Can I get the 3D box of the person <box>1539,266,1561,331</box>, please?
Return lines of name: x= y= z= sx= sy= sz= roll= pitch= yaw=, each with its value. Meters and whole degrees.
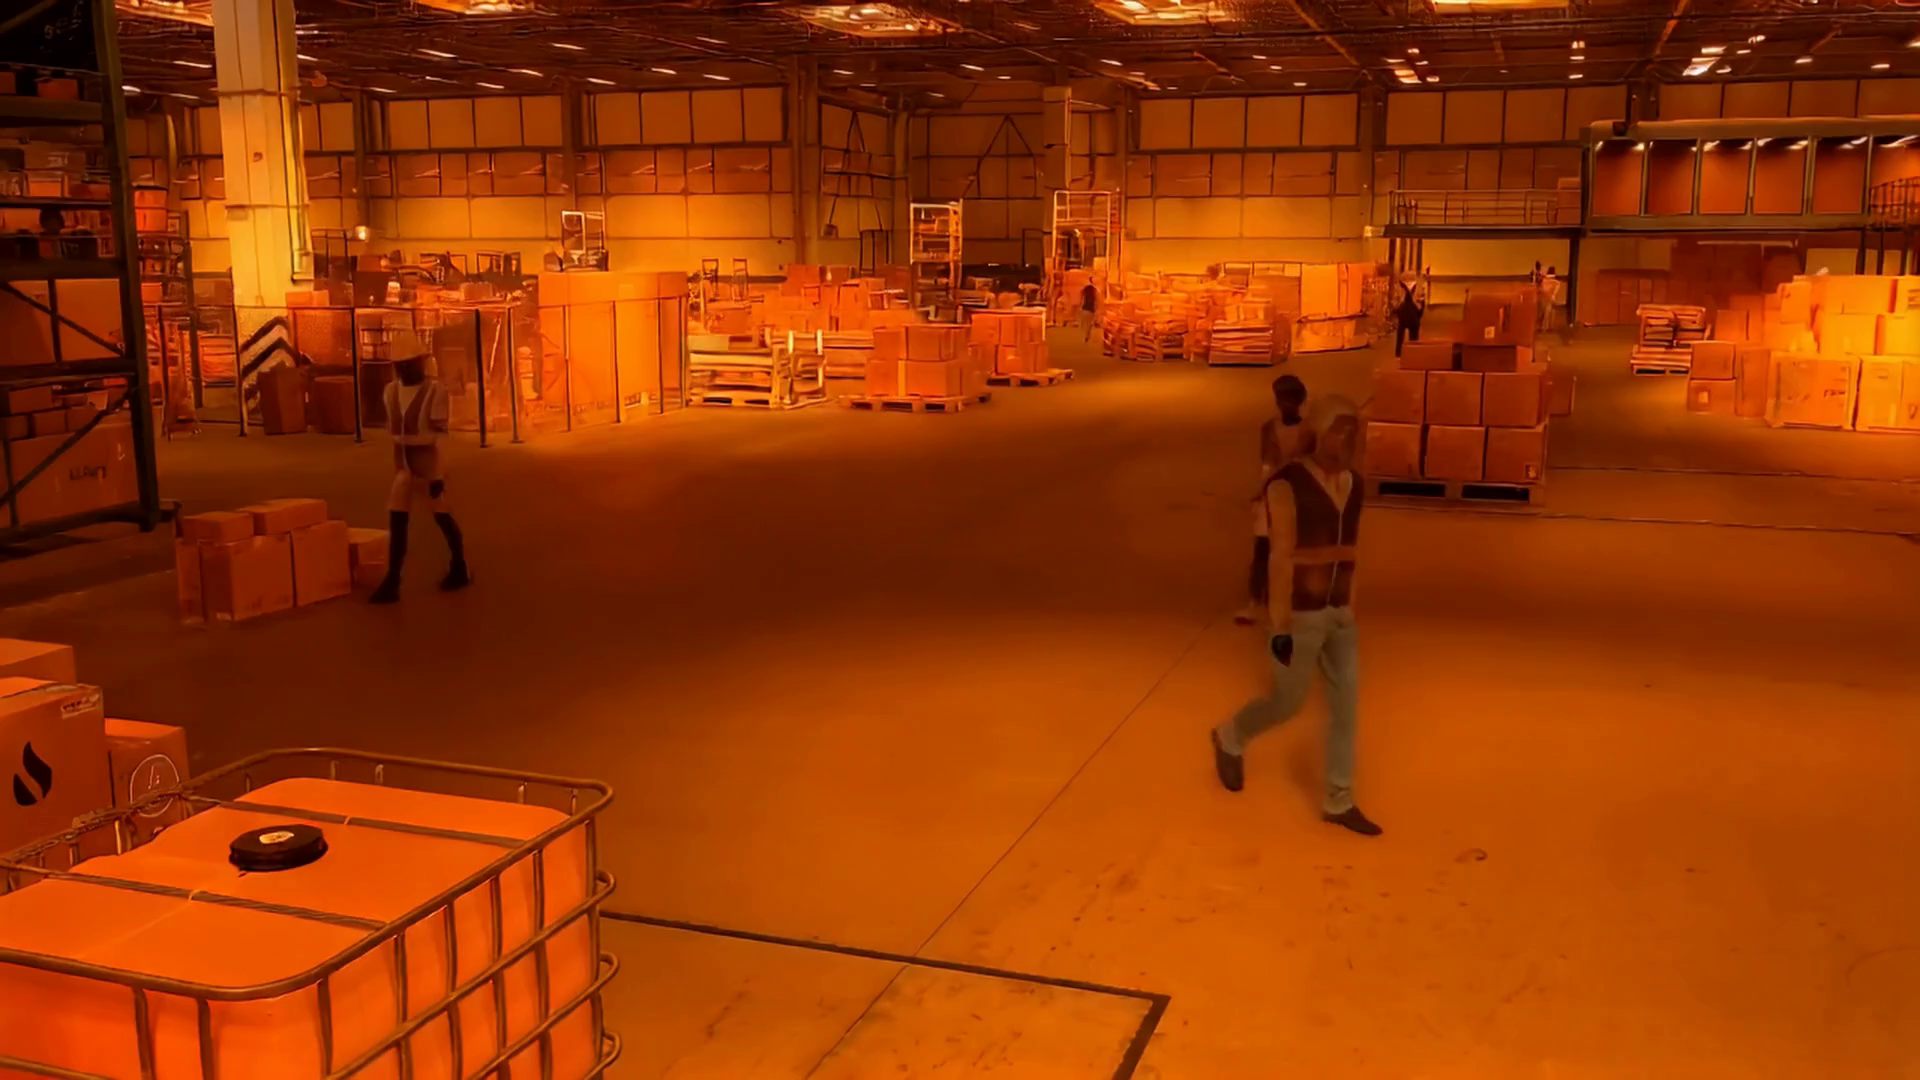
person: x=16.428 y=-6.658 z=46.292 sx=0.578 sy=1.907 sz=0.800 roll=1 pitch=10 yaw=5

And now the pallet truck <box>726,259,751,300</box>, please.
pallet truck: x=-7.986 y=-9.493 z=62.019 sx=0.823 sy=1.965 sz=1.885 roll=3 pitch=11 yaw=17

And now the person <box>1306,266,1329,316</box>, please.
person: x=12.454 y=-8.659 z=57.785 sx=0.989 sy=1.827 sz=0.583 roll=-2 pitch=10 yaw=-12

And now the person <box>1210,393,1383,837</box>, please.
person: x=1.481 y=0.293 z=7.216 sx=0.598 sy=1.894 sz=0.805 roll=-7 pitch=12 yaw=-36

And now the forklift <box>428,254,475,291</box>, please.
forklift: x=-20.133 y=-10.254 z=65.465 sx=1.157 sy=1.987 sz=2.680 roll=3 pitch=11 yaw=19

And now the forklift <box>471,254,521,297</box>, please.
forklift: x=-17.990 y=-10.121 z=64.684 sx=1.157 sy=1.987 sz=2.680 roll=3 pitch=11 yaw=17

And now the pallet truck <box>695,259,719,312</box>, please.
pallet truck: x=-9.165 y=-9.627 z=62.776 sx=0.823 sy=1.965 sz=1.885 roll=4 pitch=11 yaw=23

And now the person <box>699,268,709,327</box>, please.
person: x=-7.012 y=-6.547 z=45.789 sx=0.328 sy=1.872 sz=0.509 roll=-2 pitch=10 yaw=-9

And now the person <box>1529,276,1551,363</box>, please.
person: x=10.835 y=-4.038 z=31.544 sx=0.802 sy=1.916 sz=0.634 roll=-10 pitch=14 yaw=-43

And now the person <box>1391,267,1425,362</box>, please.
person: x=9.411 y=-4.706 z=34.940 sx=0.688 sy=2.000 sz=0.539 roll=3 pitch=11 yaw=18

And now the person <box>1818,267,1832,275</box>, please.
person: x=19.507 y=-5.192 z=37.810 sx=0.608 sy=2.006 sz=1.014 roll=-4 pitch=11 yaw=-24

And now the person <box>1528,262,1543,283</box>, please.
person: x=20.210 y=-8.809 z=58.392 sx=0.584 sy=1.917 sz=0.381 roll=-4 pitch=11 yaw=-21

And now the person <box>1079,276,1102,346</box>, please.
person: x=3.294 y=-5.726 z=41.551 sx=0.548 sy=1.716 sz=0.911 roll=7 pitch=12 yaw=33

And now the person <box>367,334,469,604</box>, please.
person: x=-3.836 y=-0.512 z=11.769 sx=0.563 sy=1.885 sz=0.987 roll=4 pitch=11 yaw=20

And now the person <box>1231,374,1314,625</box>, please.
person: x=2.116 y=-0.244 z=10.877 sx=0.551 sy=1.659 sz=0.843 roll=9 pitch=14 yaw=42
